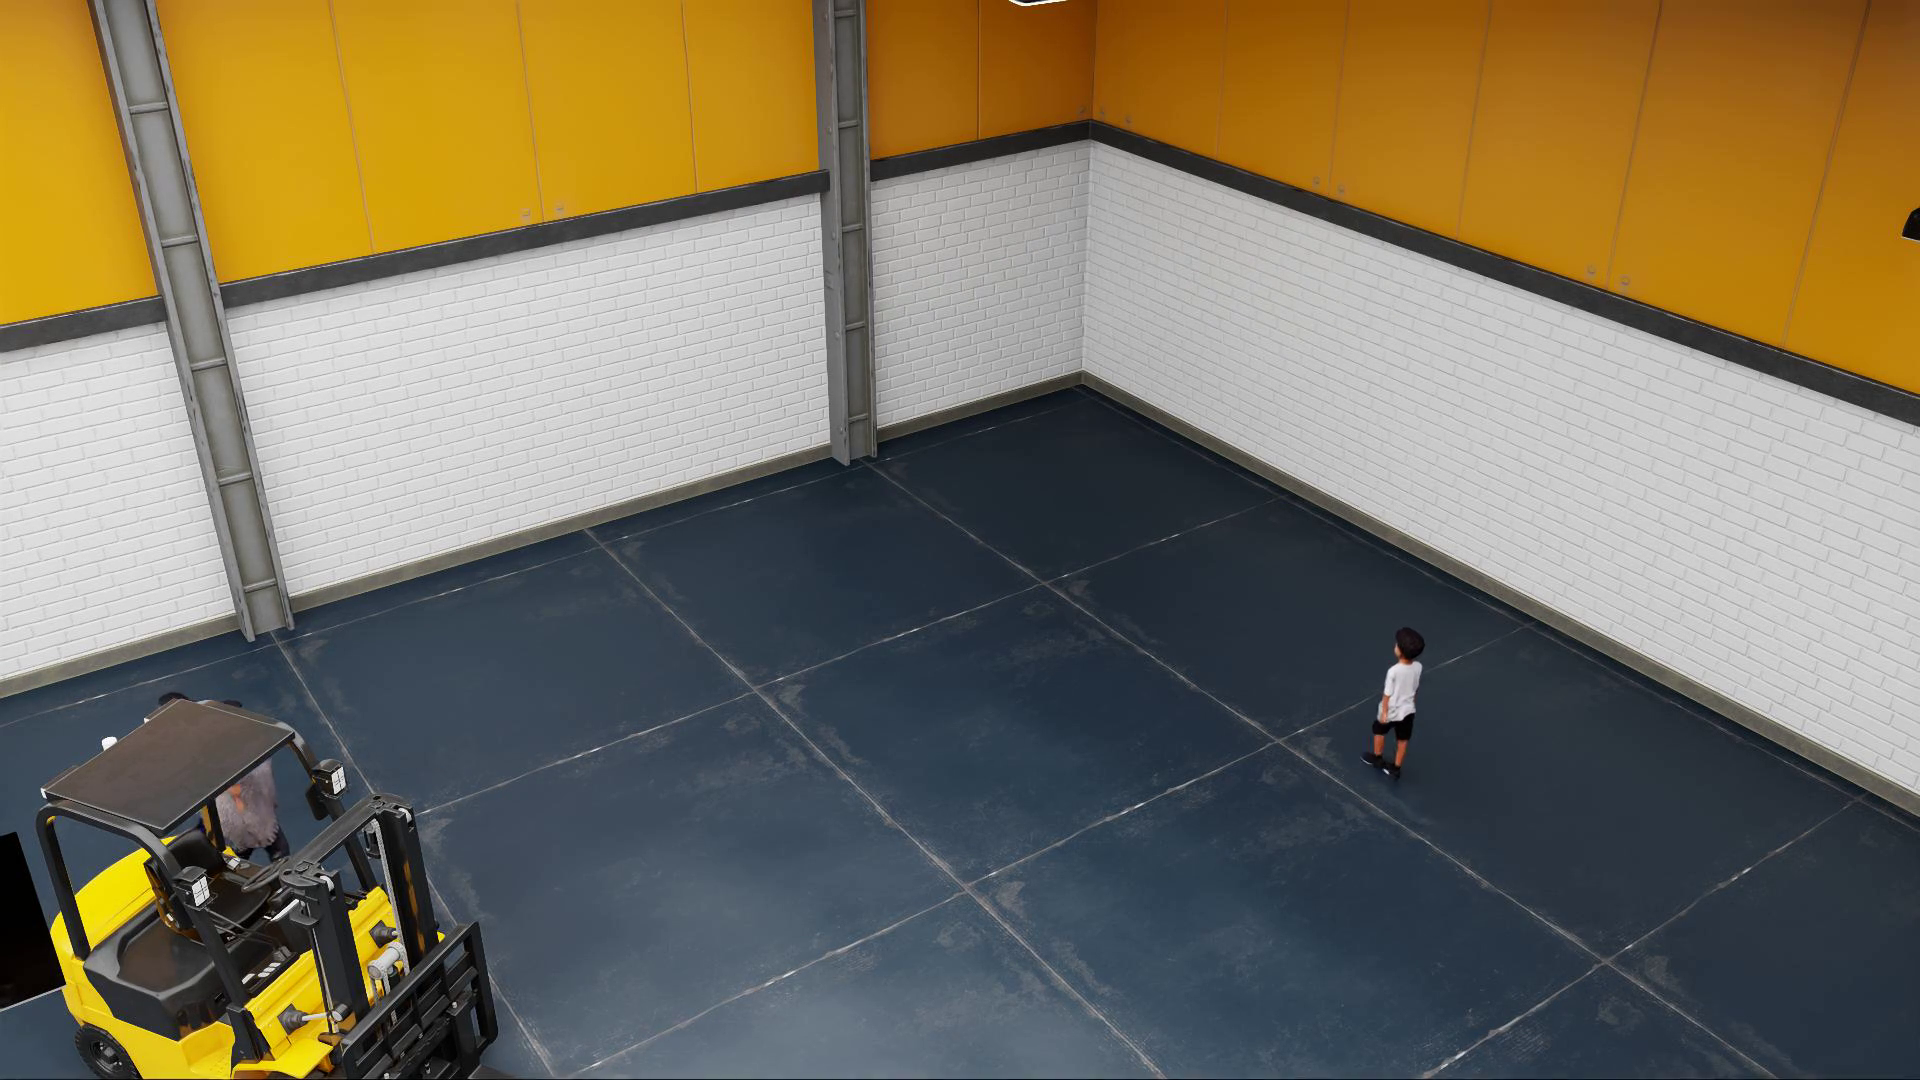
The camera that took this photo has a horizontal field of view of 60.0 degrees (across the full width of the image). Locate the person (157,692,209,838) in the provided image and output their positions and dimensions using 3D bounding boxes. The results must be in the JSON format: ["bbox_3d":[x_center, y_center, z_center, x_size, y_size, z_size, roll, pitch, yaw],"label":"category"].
[{"bbox_3d":[-5.374,1.591,11.632,0.478,1.258,0.472,-18,33,-30],"label":"person"}]

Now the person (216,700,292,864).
[{"bbox_3d":[-4.767,1.771,10.959,0.933,1.588,0.639,-19,34,-31],"label":"person"}]

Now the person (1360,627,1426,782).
[{"bbox_3d":[3.274,1.244,12.277,0.570,1.250,0.620,-11,31,-20],"label":"person"}]
